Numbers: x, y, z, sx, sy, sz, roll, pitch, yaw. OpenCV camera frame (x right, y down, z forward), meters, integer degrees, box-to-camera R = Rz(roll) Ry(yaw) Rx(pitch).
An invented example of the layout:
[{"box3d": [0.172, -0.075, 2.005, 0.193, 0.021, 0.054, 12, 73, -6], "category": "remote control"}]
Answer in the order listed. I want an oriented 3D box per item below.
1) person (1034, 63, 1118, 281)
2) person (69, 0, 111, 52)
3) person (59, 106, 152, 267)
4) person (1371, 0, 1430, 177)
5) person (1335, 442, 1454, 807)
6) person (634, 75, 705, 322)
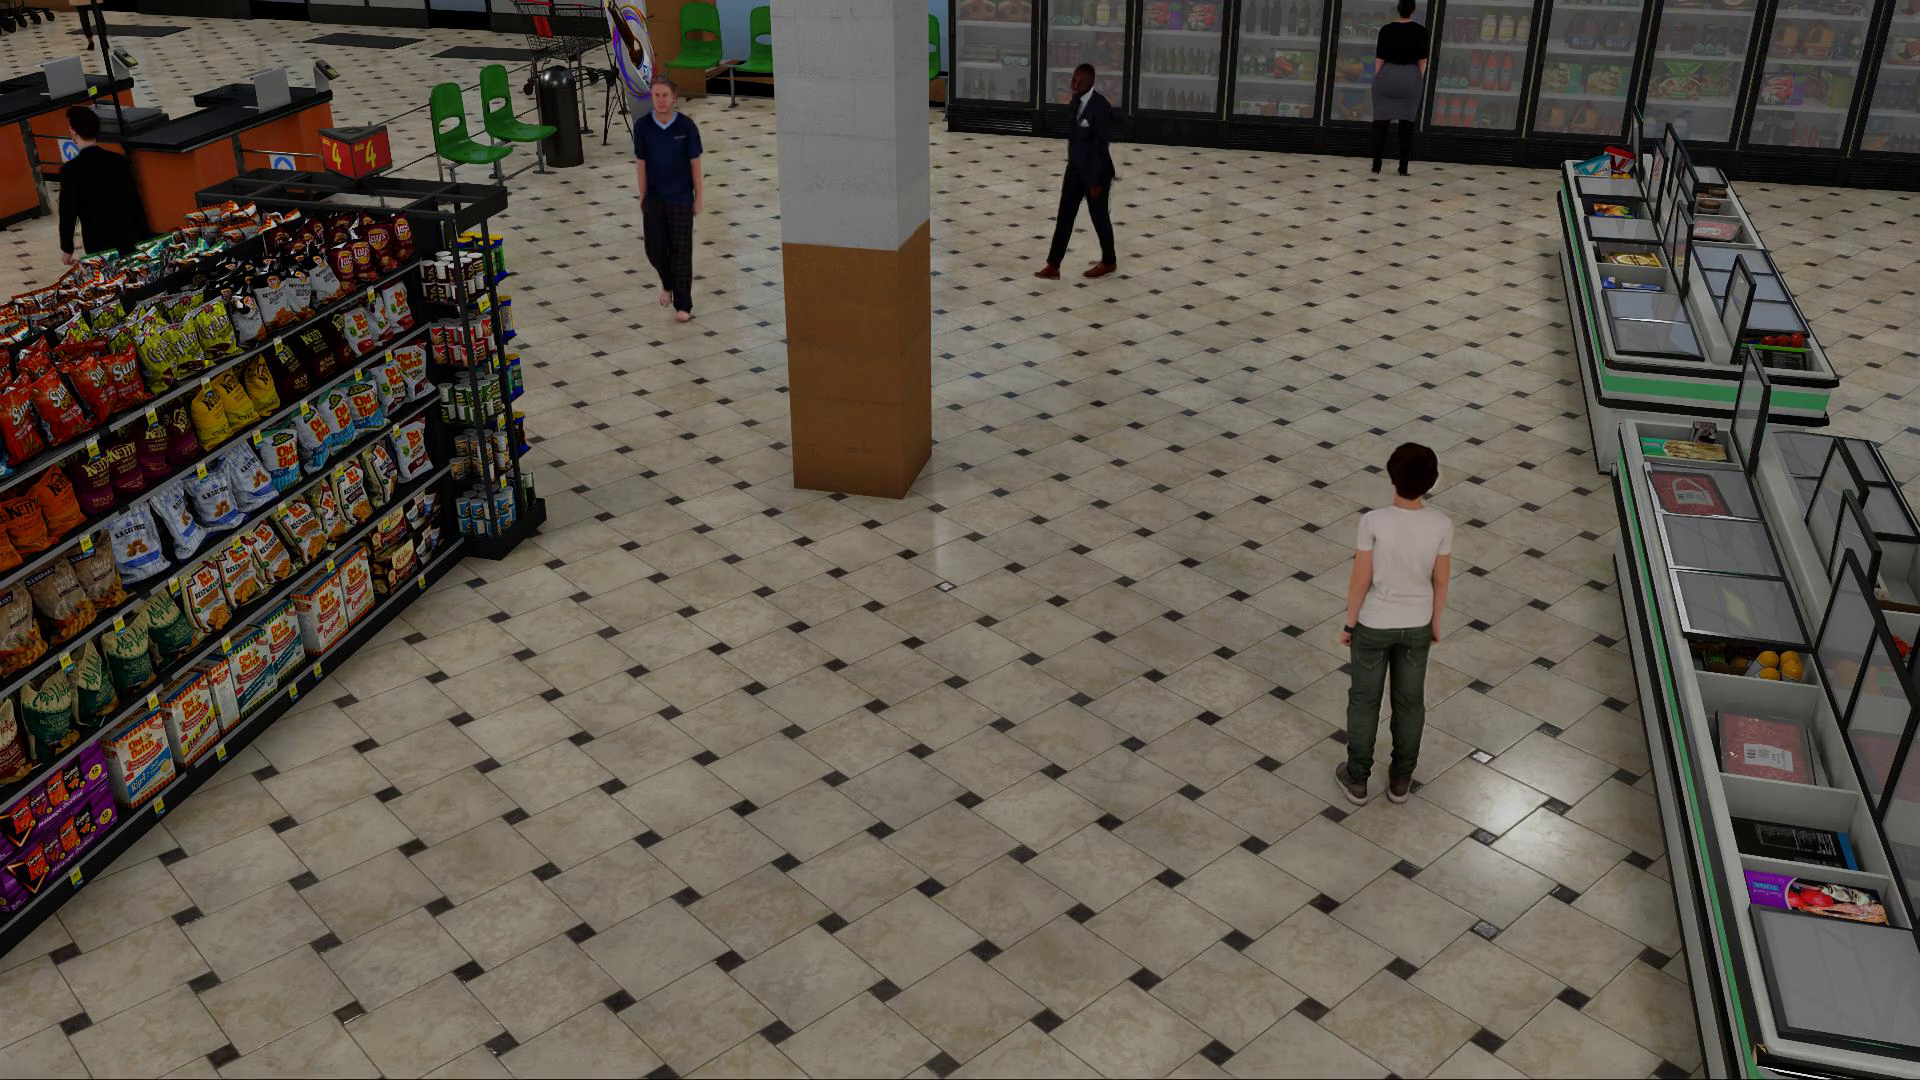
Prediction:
[{"box3d": [1.085, -2.973, 13.487, 1.214, 1.784, 1.135, -12, 29, -22], "category": "person"}, {"box3d": [-11.907, -7.520, 22.566, 0.681, 1.680, 0.784, -21, 33, -35], "category": "person"}, {"box3d": [-5.826, -2.012, 11.522, 0.880, 1.846, 1.162, 12, 29, 22], "category": "person"}, {"box3d": [4.374, -4.534, 16.591, 0.650, 1.760, 0.591, 7, 28, 13], "category": "person"}, {"box3d": [1.831, 0.367, 7.044, 0.630, 1.653, 0.603, 1, 27, 1], "category": "person"}, {"box3d": [-2.212, -2.617, 12.697, 0.768, 1.863, 0.791, 0, 27, -1], "category": "person"}]
